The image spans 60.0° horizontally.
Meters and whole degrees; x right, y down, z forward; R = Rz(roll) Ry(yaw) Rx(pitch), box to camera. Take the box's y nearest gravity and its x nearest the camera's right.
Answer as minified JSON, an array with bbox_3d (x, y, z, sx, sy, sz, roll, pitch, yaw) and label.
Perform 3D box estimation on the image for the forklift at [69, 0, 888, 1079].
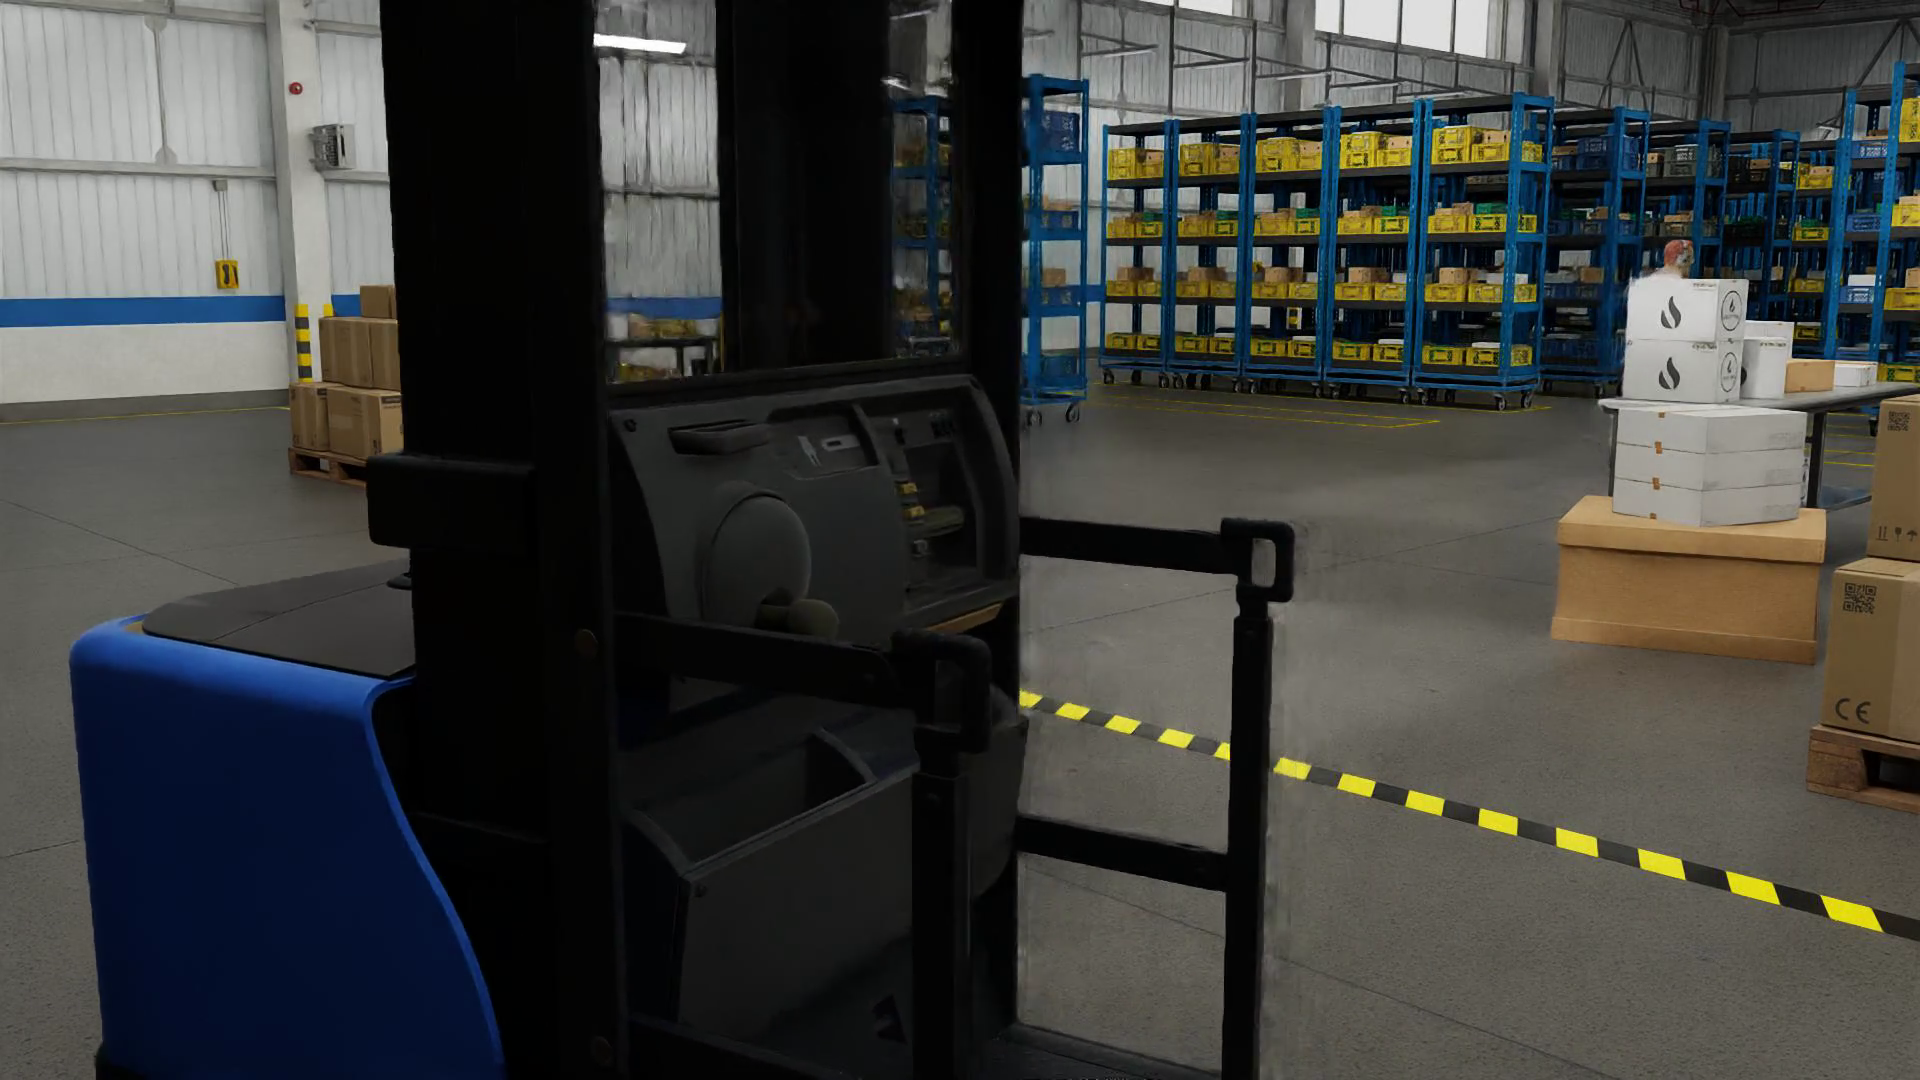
[{"bbox_3d":[-0.493,-0.182,2.706,1.873,2.768,1.129,6,11,30],"label":"forklift"}]

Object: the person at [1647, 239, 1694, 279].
[{"bbox_3d":[5.602,-1.423,13.154,0.453,1.886,0.639,0,9,2],"label":"person"}]
